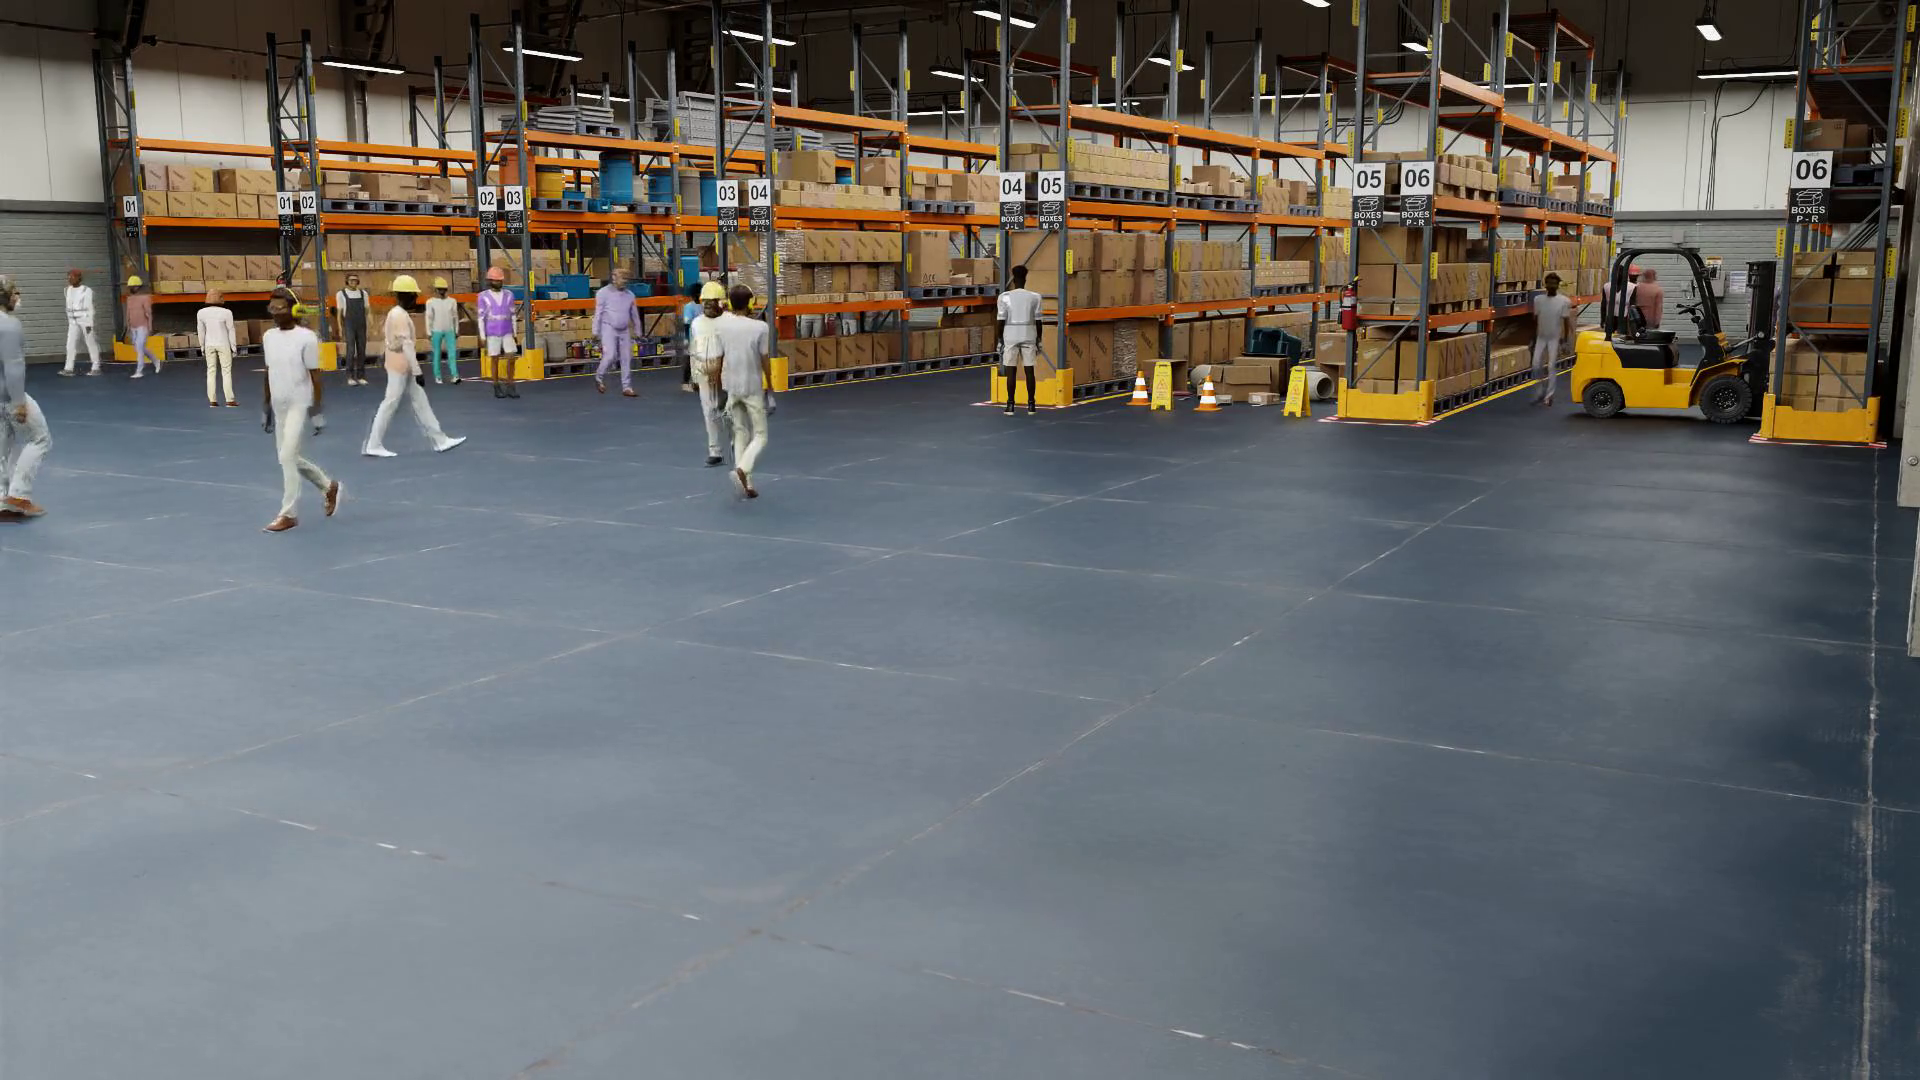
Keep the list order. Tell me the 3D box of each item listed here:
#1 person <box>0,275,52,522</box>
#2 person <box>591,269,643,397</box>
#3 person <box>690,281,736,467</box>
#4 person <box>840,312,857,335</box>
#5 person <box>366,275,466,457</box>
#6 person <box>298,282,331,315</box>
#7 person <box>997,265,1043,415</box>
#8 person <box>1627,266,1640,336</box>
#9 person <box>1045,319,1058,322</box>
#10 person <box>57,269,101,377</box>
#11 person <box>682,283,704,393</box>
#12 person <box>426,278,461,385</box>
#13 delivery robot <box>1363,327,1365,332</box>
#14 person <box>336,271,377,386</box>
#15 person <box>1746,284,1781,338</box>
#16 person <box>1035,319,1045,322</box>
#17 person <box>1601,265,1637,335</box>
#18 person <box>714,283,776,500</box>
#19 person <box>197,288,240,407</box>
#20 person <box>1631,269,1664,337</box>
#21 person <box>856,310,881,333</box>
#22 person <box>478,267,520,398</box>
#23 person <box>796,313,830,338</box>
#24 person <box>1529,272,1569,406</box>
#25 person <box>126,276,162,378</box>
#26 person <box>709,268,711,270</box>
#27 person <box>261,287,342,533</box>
[{"bbox_3d":[-7.418,-1.099,13.009,0.660,1.923,0.473,7,12,34],"label":"person"},{"bbox_3d":[-5.097,-3.069,24.664,0.787,1.886,0.692,9,13,43],"label":"person"},{"bbox_3d":[-2.394,-1.623,16.363,0.608,1.824,0.428,4,10,20],"label":"person"},{"bbox_3d":[-2.129,-4.264,32.399,0.501,1.632,0.286,8,13,41],"label":"person"},{"bbox_3d":[-5.717,-1.794,17.248,1.027,1.868,0.611,-3,10,-17],"label":"person"},{"bbox_3d":[-12.968,-4.558,33.510,0.636,1.840,0.429,1,10,5],"label":"person"},{"bbox_3d":[0.779,-2.613,21.771,0.610,1.958,0.397,-1,10,-4],"label":"person"},{"bbox_3d":[13.398,-4.530,33.224,0.580,1.889,0.998,5,11,26],"label":"person"},{"bbox_3d":[1.684,-4.001,30.604,0.493,1.718,0.697,6,12,32],"label":"person"},{"bbox_3d":[-15.169,-3.714,28.551,0.603,1.840,0.896,2,10,14],"label":"person"},{"bbox_3d":[-3.902,-3.043,25.135,0.751,1.658,0.530,2,10,11],"label":"person"},{"bbox_3d":[-8.337,-3.352,26.824,0.544,1.715,0.919,-6,11,-31],"label":"person"},{"bbox_3d":[9.145,-4.651,37.537,0.707,0.478,0.477,-2,10,-10],"label":"delivery robot"},{"bbox_3d":[-9.684,-3.390,26.672,0.525,1.837,0.427,-9,13,-43],"label":"person"},{"bbox_3d":[13.940,-3.792,28.804,0.585,1.921,0.392,5,11,28],"label":"person"},{"bbox_3d":[1.100,-3.540,26.996,0.606,2.035,0.403,6,11,31],"label":"person"},{"bbox_3d":[11.900,-4.012,30.086,0.590,1.919,0.395,7,12,34],"label":"person"},{"bbox_3d":[-1.819,-1.227,13.974,0.539,1.855,0.580,3,10,17],"label":"person"},{"bbox_3d":[-10.204,-2.640,22.880,0.507,1.633,0.274,0,10,1],"label":"person"},{"bbox_3d":[12.550,-4.025,30.409,0.993,1.845,0.620,-9,13,-44],"label":"person"},{"bbox_3d":[-1.815,-4.397,32.163,0.685,1.975,0.704,1,10,6],"label":"person"},{"bbox_3d":[-6.656,-2.993,24.116,0.584,1.912,0.763,-6,11,-31],"label":"person"},{"bbox_3d":[-2.595,-3.899,29.400,0.625,1.934,0.364,0,10,0],"label":"person"},{"bbox_3d":[8.087,-2.748,22.897,0.551,1.846,0.579,7,12,35],"label":"person"},{"bbox_3d":[-14.019,-3.659,28.514,0.534,1.743,0.693,4,10,22],"label":"person"},{"bbox_3d":[-5.563,-5.121,36.852,0.631,1.827,0.553,8,12,38],"label":"person"},{"bbox_3d":[-5.088,-1.014,12.745,0.522,1.843,0.809,4,11,25],"label":"person"}]
